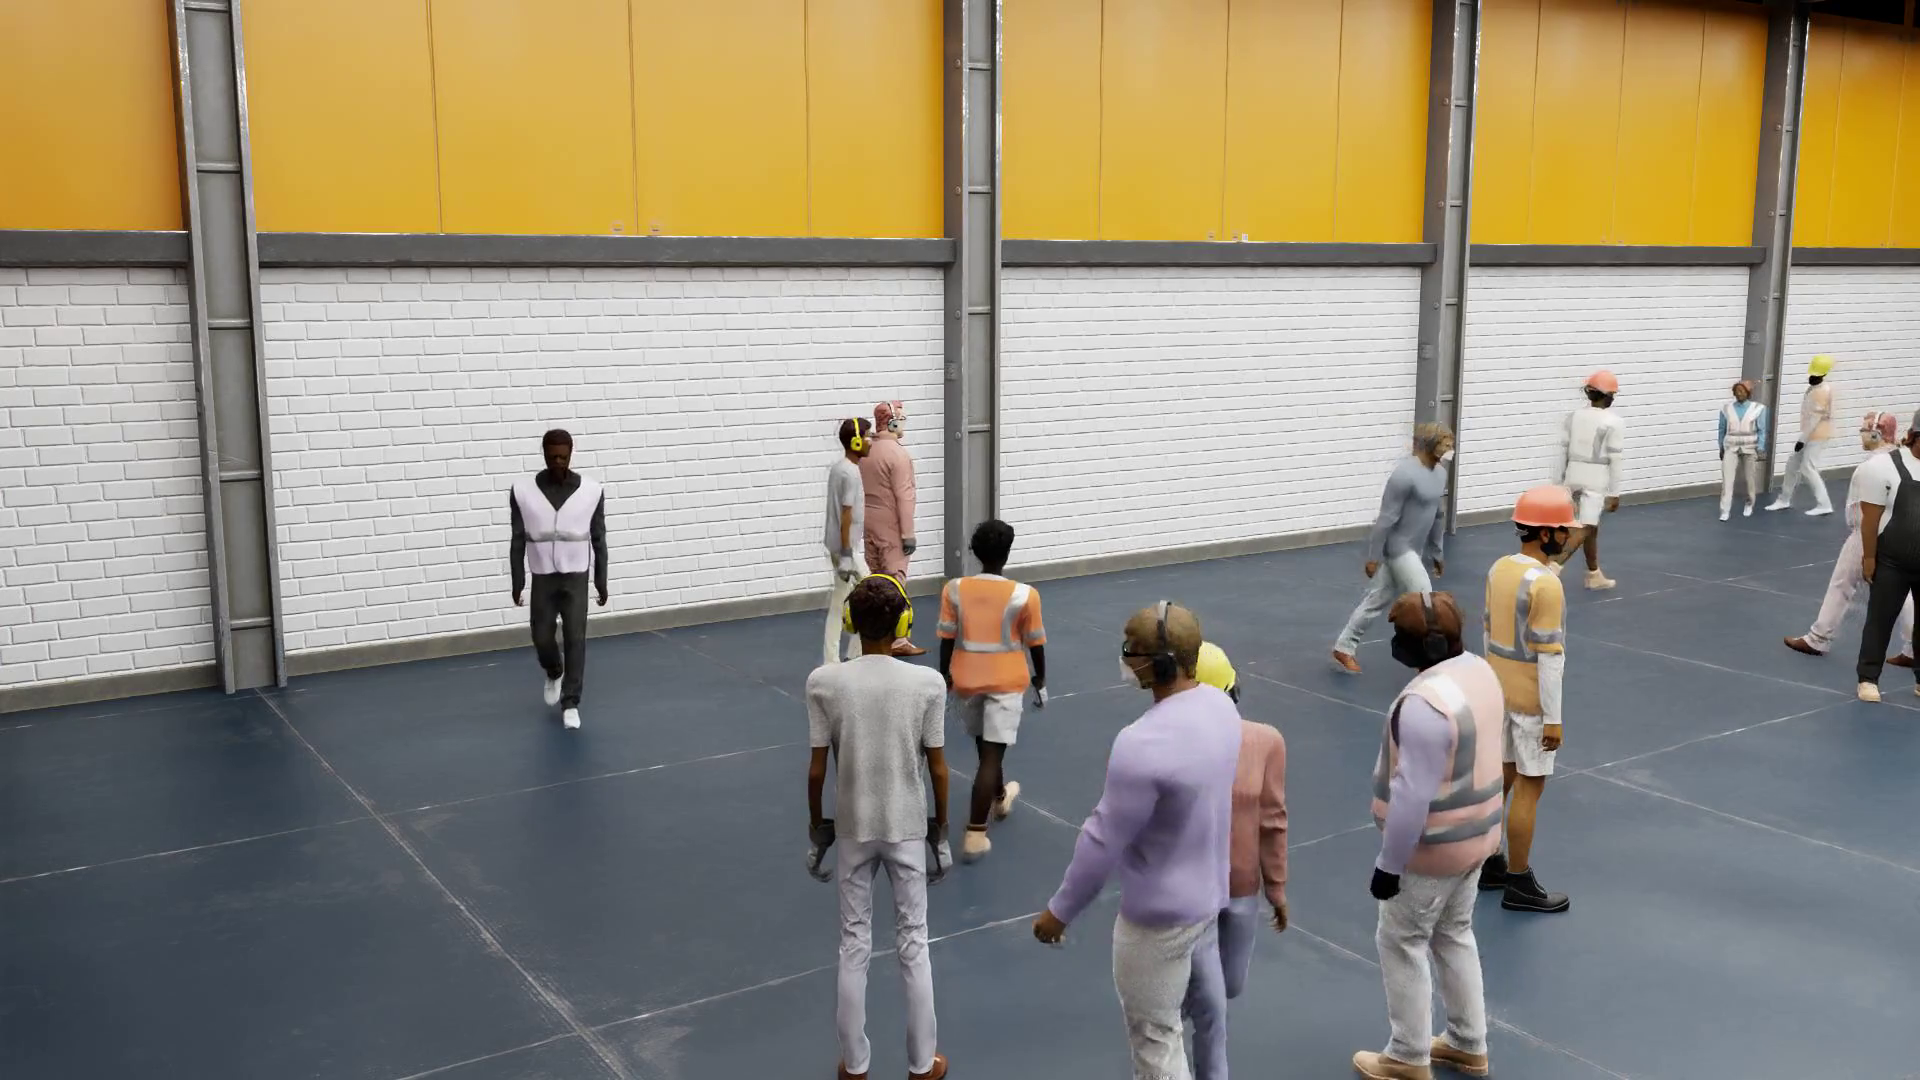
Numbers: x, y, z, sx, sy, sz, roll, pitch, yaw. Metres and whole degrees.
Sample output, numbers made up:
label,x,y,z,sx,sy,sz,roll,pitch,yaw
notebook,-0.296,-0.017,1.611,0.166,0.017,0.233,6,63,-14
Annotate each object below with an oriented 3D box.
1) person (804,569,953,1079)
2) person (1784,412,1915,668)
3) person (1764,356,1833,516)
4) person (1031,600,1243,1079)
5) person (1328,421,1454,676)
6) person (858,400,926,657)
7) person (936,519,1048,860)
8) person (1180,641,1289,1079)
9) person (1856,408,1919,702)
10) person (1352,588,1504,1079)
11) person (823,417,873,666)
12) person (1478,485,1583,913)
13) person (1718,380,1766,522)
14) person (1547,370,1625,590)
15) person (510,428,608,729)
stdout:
label,x,y,z,sx,sy,sz,roll,pitch,yaw
person,-0.286,1.030,5.814,0.521,1.873,0.335,1,9,5
person,6.651,-0.013,12.148,0.648,1.859,0.962,-5,11,-30
person,9.869,-1.213,19.378,0.649,1.863,0.630,3,10,17
person,0.574,1.121,5.137,0.546,1.920,0.666,5,11,30
person,3.076,0.088,11.585,1.101,1.858,0.638,7,11,34
person,-0.522,-0.088,12.443,0.402,1.909,0.642,-6,11,-34
person,0.182,0.711,8.368,0.547,1.644,0.890,4,10,23
person,0.802,1.144,5.588,0.508,1.716,0.794,-3,10,-18
person,6.325,0.088,10.980,0.701,2.000,0.536,1,10,8
person,1.641,1.060,5.793,0.450,1.811,0.679,7,12,37
person,-0.729,0.075,11.623,0.575,1.849,0.569,-3,10,-15
person,2.591,0.708,7.549,0.362,1.935,0.553,-1,10,-9
person,8.958,-1.040,19.070,0.510,1.604,0.830,6,11,32
person,5.471,-0.492,14.632,1.002,2.006,0.617,-5,11,-28
person,-2.539,0.222,10.580,0.608,1.898,0.541,-2,10,-12
